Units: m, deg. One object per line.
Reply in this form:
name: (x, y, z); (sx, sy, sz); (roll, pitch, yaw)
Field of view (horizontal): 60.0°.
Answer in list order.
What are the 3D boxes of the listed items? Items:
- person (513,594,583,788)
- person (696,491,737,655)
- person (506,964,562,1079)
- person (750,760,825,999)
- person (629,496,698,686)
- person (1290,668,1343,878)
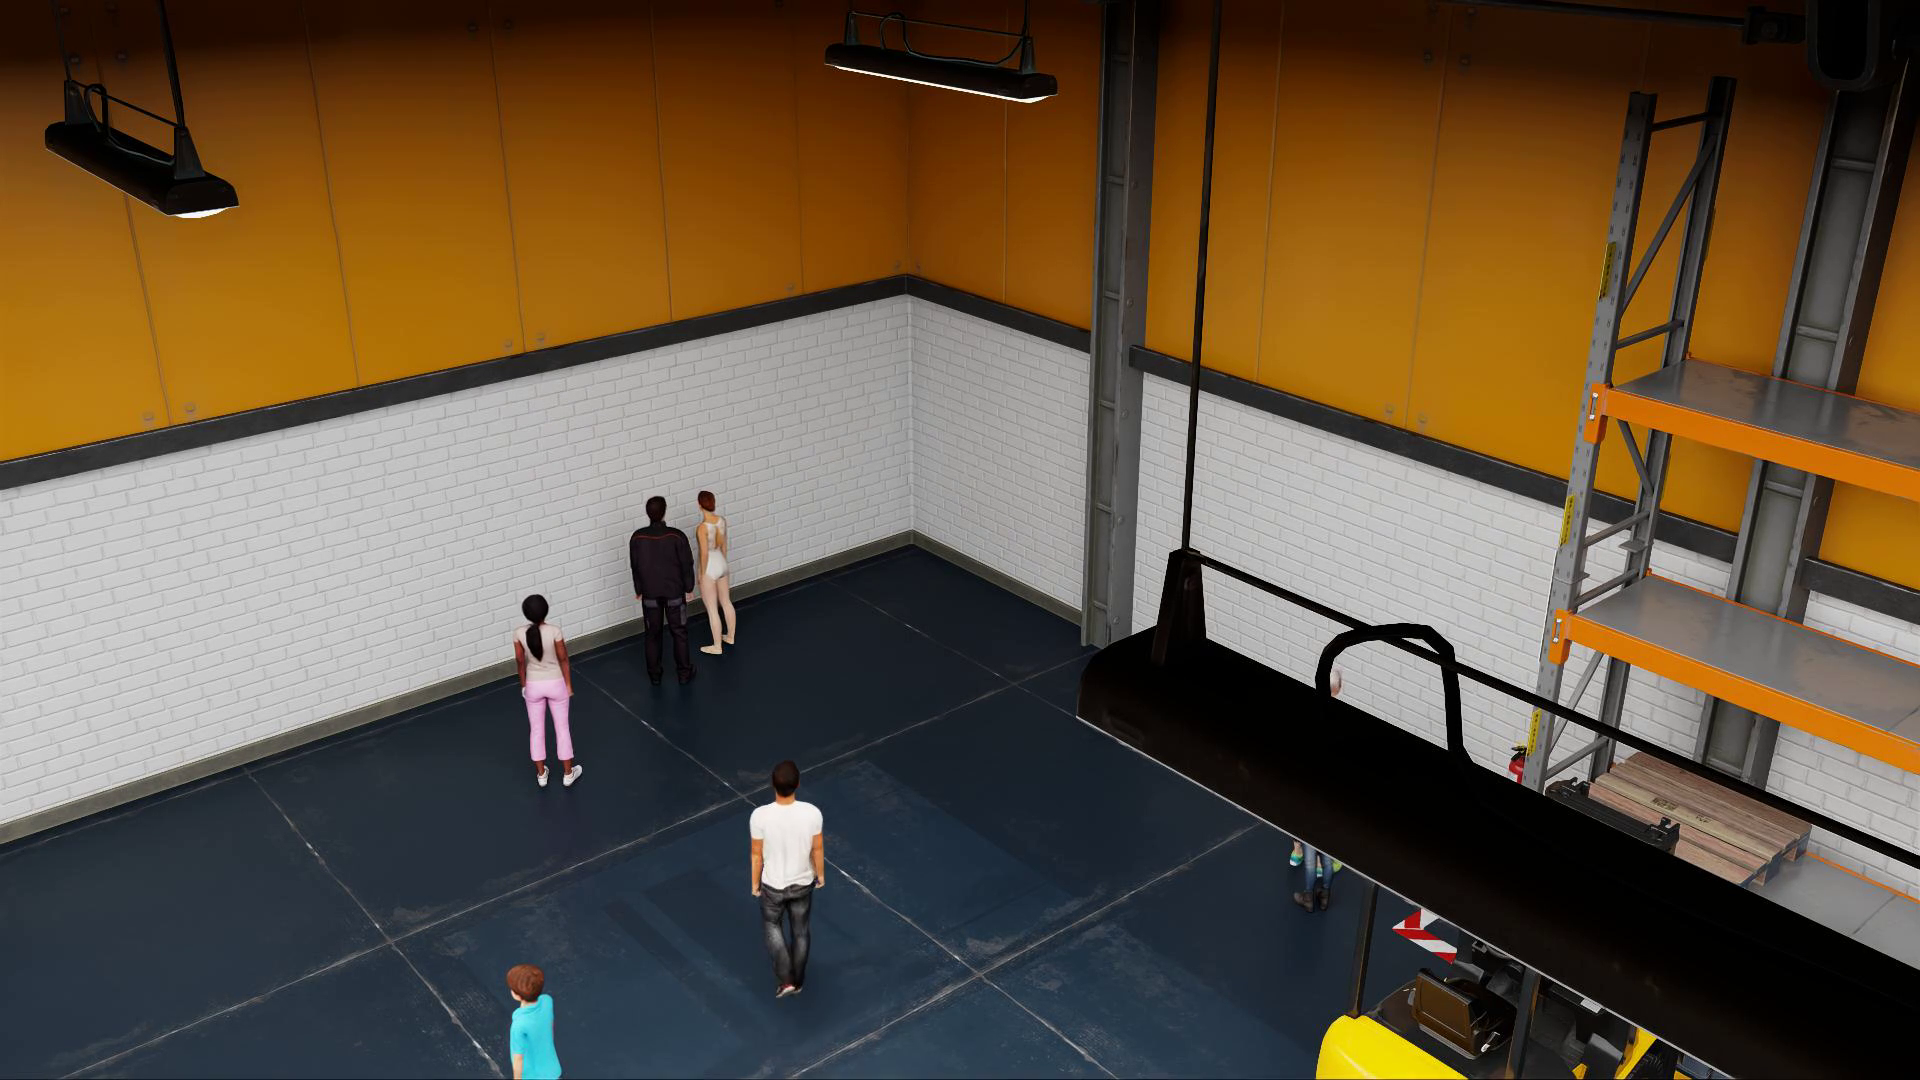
person: (-3.388, 1.215, 13.592); (0.655, 1.736, 0.698); (-1, 24, -1)
person: (-2.339, 0.294, 15.815); (0.581, 1.643, 0.602); (12, 27, 26)
person: (-2.452, 3.083, 9.678); (0.619, 1.448, 0.591); (8, 25, 18)
person: (-1.143, 2.306, 11.029); (0.838, 1.790, 0.927); (-5, 24, -11)
person: (-2.716, 0.463, 15.184); (0.798, 1.839, 0.823); (0, 24, -1)
person: (2.697, 1.722, 12.474); (0.653, 1.702, 0.467); (-20, 31, -38)
